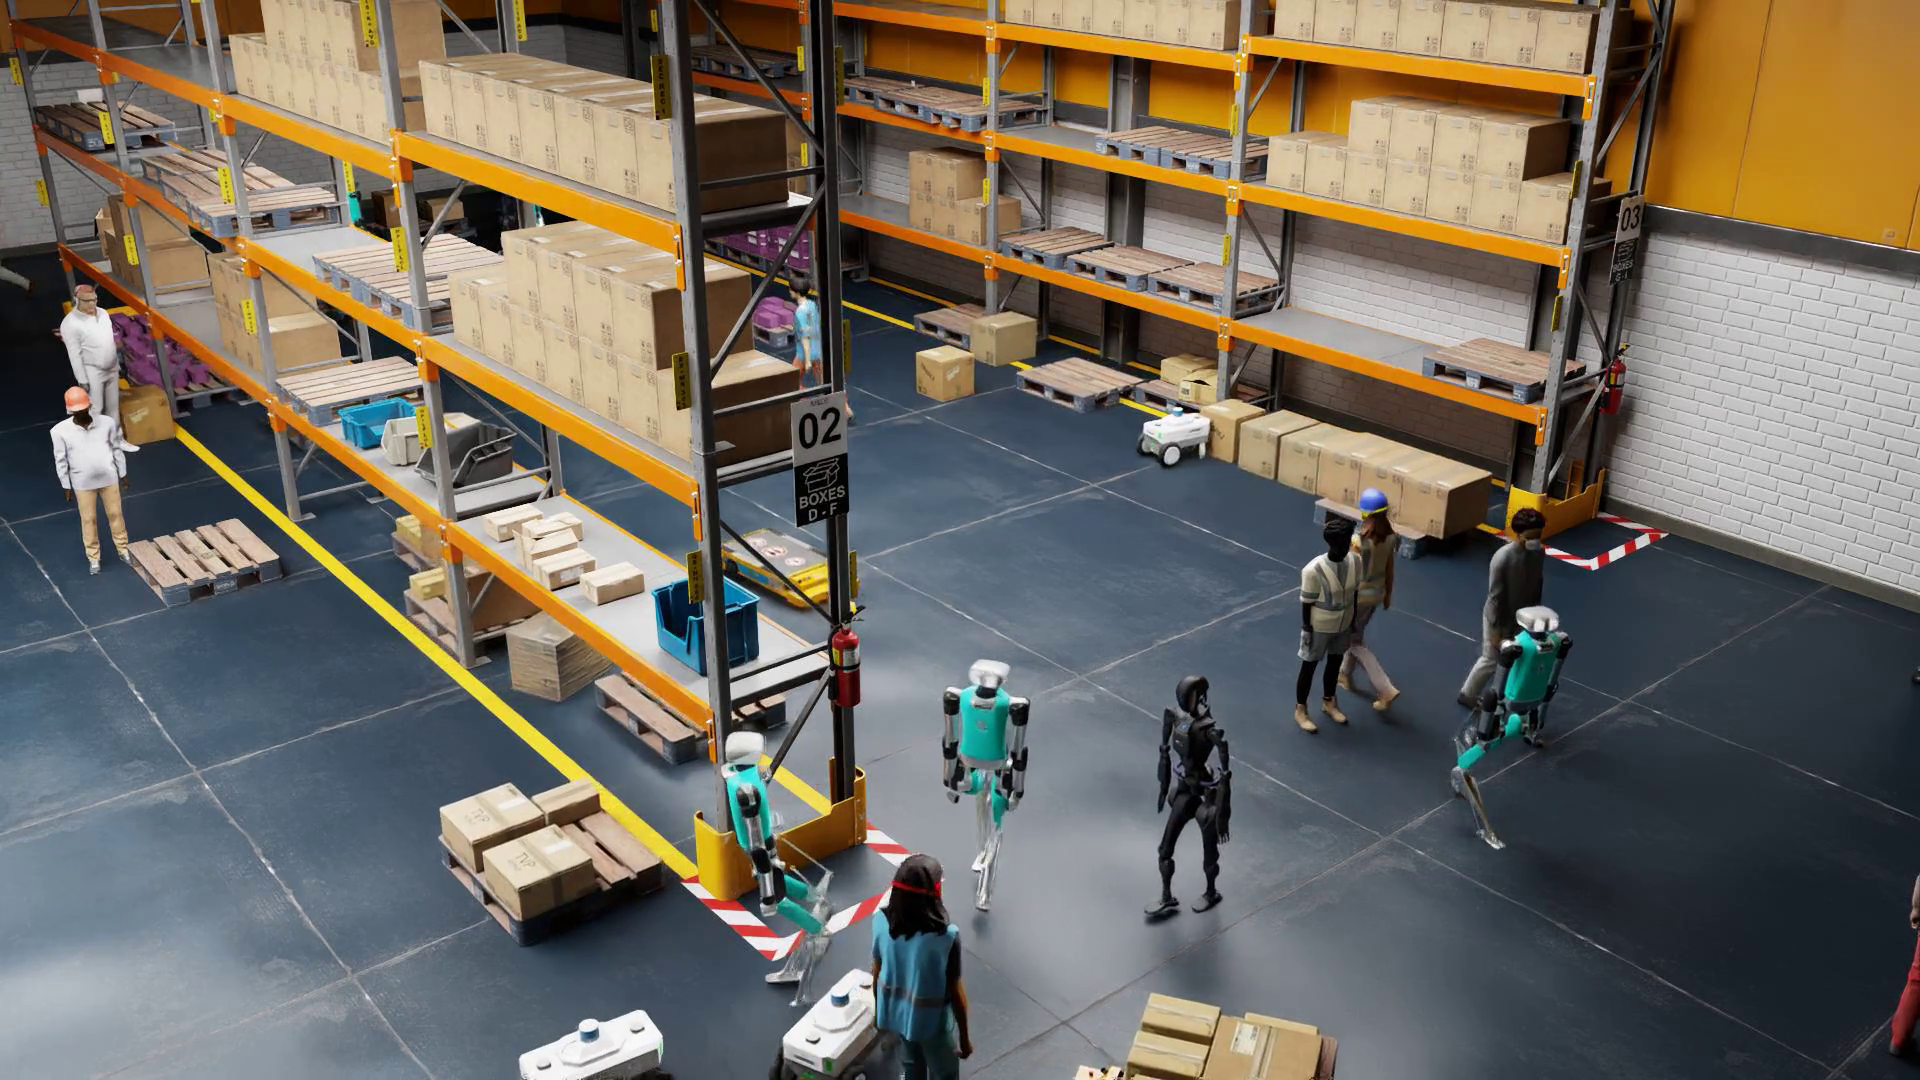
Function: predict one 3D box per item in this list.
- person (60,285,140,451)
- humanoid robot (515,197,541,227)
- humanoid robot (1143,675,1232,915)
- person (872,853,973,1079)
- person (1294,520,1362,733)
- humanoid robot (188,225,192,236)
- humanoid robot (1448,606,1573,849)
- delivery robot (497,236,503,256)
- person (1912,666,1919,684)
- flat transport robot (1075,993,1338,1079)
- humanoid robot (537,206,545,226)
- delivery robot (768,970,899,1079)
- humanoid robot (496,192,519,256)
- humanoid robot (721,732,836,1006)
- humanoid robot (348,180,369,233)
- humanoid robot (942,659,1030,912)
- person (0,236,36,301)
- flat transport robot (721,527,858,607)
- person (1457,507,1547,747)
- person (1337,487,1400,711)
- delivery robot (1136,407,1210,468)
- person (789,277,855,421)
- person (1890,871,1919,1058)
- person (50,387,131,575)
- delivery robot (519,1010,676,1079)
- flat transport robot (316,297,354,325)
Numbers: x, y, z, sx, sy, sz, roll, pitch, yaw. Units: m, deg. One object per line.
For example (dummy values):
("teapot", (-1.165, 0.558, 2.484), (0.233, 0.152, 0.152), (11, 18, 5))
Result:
("person", (-9.160, -1.787, 17.726), (0.406, 1.903, 0.636), (5, 24, 12))
("humanoid robot", (-6.836, -5.294, 26.160), (0.541, 1.866, 0.791), (-11, 26, -24))
("humanoid robot", (1.433, 1.588, 10.200), (0.554, 1.644, 0.595), (-19, 30, -37))
("person", (-0.213, 2.378, 8.144), (0.542, 1.845, 0.722), (14, 27, 29))
("person", (2.747, 0.624, 12.404), (0.534, 1.691, 0.319), (-12, 26, -25))
("humanoid robot", (-11.904, -4.820, 25.057), (0.615, 1.638, 0.629), (14, 27, 29))
("humanoid robot", (3.542, 1.128, 11.203), (0.547, 1.764, 0.982), (-9, 25, -19))
("delivery robot", (-6.793, -4.538, 25.816), (0.791, 0.614, 0.499), (11, 25, 23))
("person", (7.804, 0.268, 12.944), (0.547, 1.924, 0.387), (14, 27, 29))
("flat transport robot", (1.226, 3.067, 8.542), (1.431, 0.231, 0.659), (8, 25, 17))
("humanoid robot", (-6.877, -5.536, 26.683), (0.537, 1.827, 0.782), (-4, 24, -9))
("delivery robot", (-0.649, 2.687, 9.043), (0.499, 0.580, 0.776), (13, 27, 27))
("humanoid robot", (-6.934, -4.982, 25.415), (0.455, 1.644, 0.609), (2, 23, 4))
("humanoid robot", (-0.952, 1.886, 9.454), (0.704, 1.812, 0.533), (-6, 24, -13))
("humanoid robot", (-8.358, -4.138, 23.464), (0.675, 1.866, 0.553), (5, 24, 11))
("humanoid robot", (0.191, 1.448, 10.419), (0.561, 1.728, 0.968), (5, 24, 11))
("person", (-13.623, -4.207, 23.396), (0.754, 1.850, 0.558), (-18, 29, -36))
("flat transport robot", (-1.634, 0.227, 15.117), (0.659, 0.231, 1.431), (-21, 31, -39))
("person", (4.100, 0.572, 12.330), (0.586, 1.848, 0.864), (-11, 26, -23))
("person", (3.135, 0.454, 12.719), (0.468, 1.748, 0.768), (-16, 28, -32))
("delivery robot", (2.302, -1.115, 17.884), (0.780, 0.609, 0.508), (-13, 26, -27))
("person", (-1.651, -2.108, 18.698), (0.917, 1.720, 0.507), (6, 24, 15))
("person", (5.400, 2.079, 8.964), (0.372, 1.752, 0.518), (-16, 28, -33))
("person", (-7.829, -0.555, 15.054), (0.571, 1.749, 0.339), (-17, 29, -35))
("delivery robot", (-1.920, 2.807, 8.805), (0.814, 0.612, 0.499), (-15, 27, -30))
("flat transport robot", (-8.570, -3.196, 23.044), (1.431, 0.231, 0.659), (4, 24, 10))
